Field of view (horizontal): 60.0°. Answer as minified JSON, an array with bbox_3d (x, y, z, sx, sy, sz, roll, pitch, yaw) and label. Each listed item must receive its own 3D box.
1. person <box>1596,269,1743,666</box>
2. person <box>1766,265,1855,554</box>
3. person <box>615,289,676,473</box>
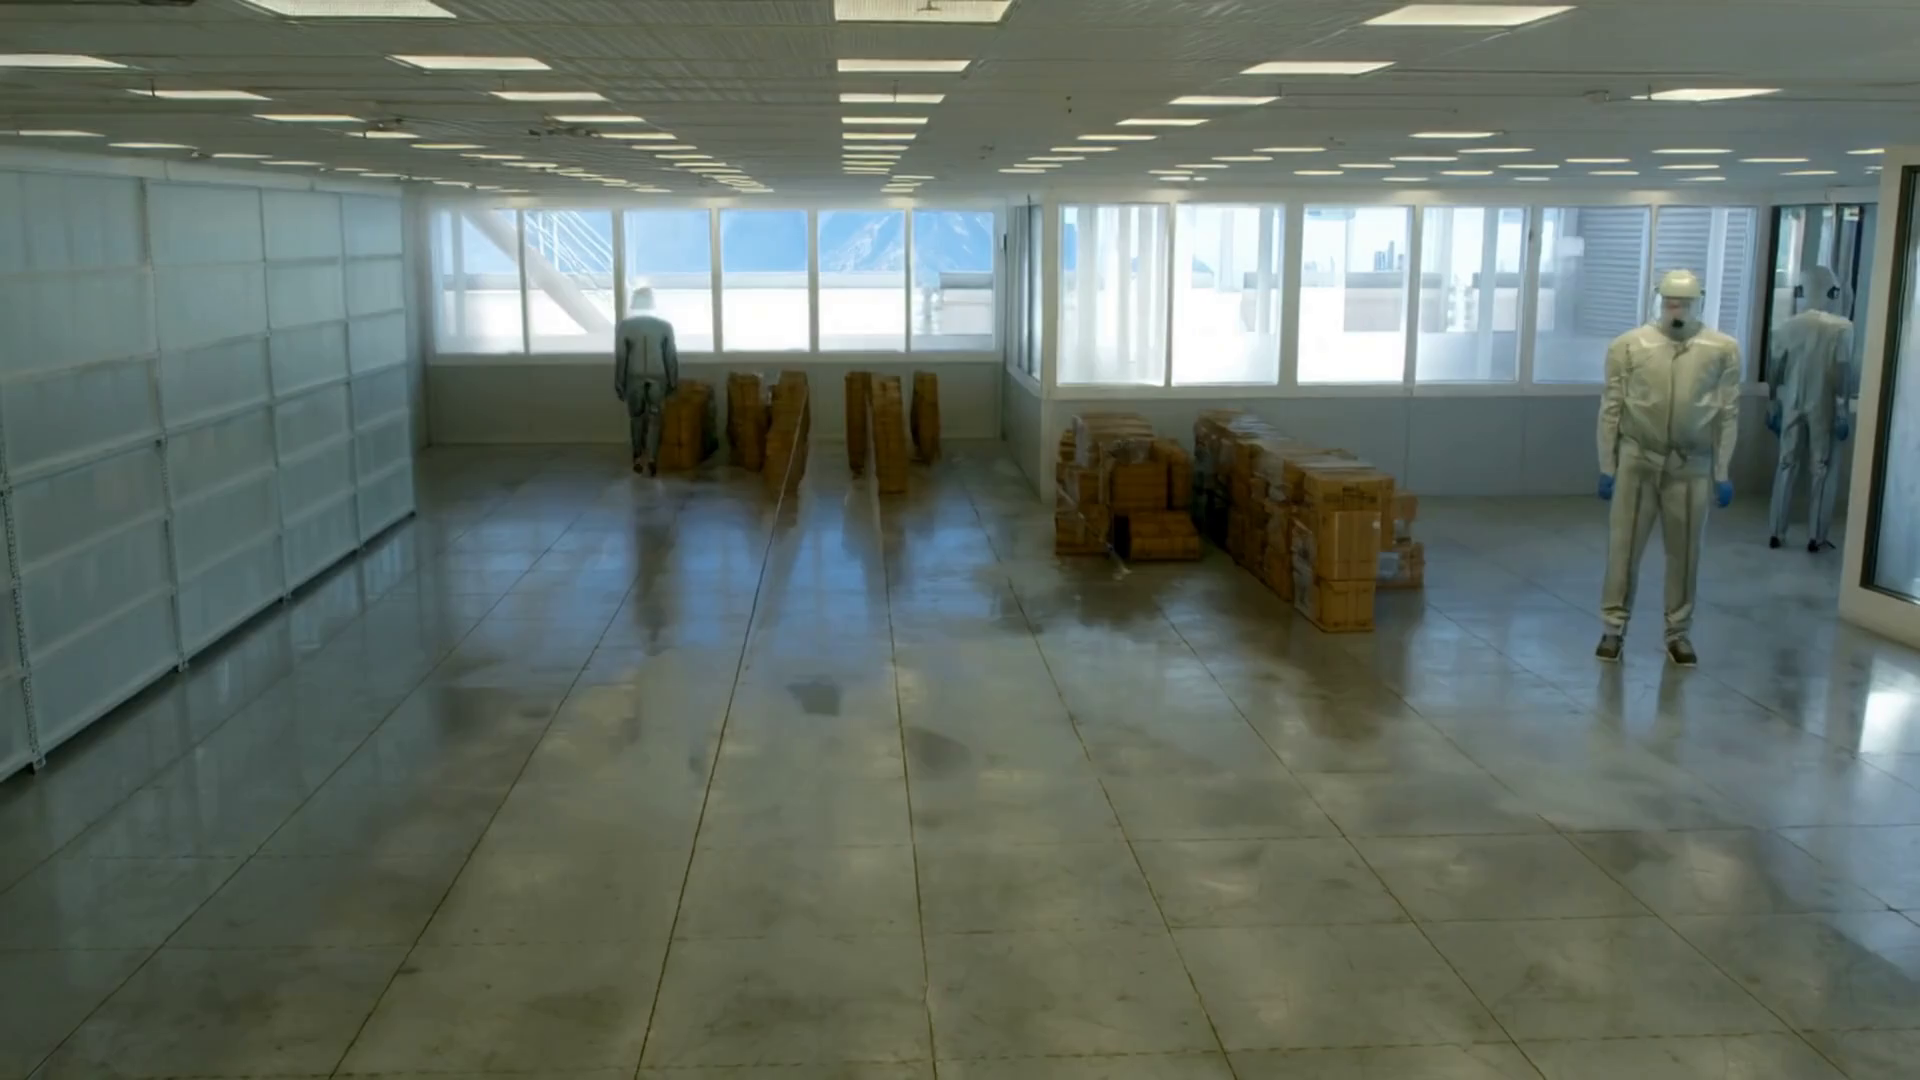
[{"bbox_3d":[3.404,-0.342,8.031,0.636,1.910,0.404,3,11,16],"label":"person"},{"bbox_3d":[5.524,-0.841,10.817,0.514,1.876,0.328,9,14,39],"label":"person"},{"bbox_3d":[-2.755,-1.402,14.593,0.519,1.583,0.878,-2,11,-13],"label":"person"}]
